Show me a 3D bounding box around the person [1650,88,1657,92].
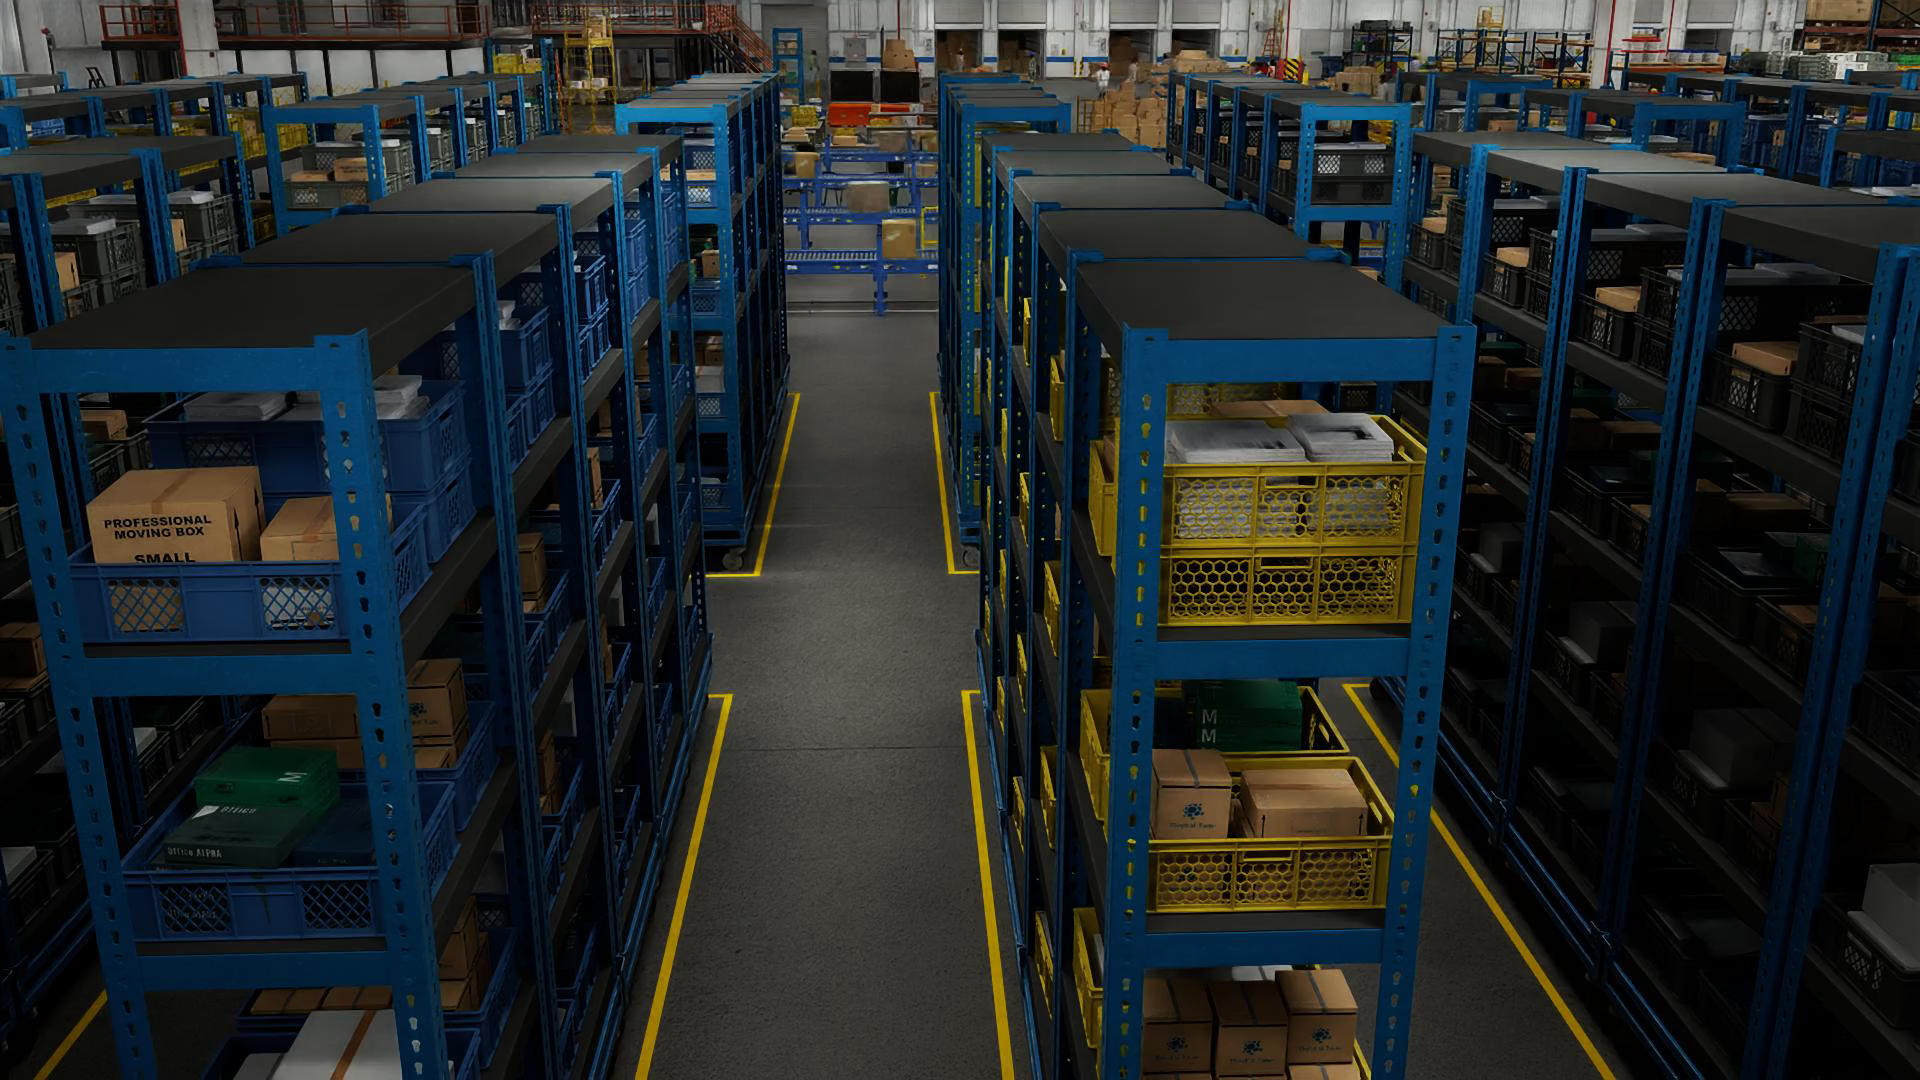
[{"bbox_3d":[21.581,-13.201,51.914,0.355,1.755,0.518,-14,23,-37],"label":"person"}]

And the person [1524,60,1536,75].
[{"bbox_3d":[25.341,-20.392,74.026,0.505,1.845,0.346,5,18,14],"label":"person"}]

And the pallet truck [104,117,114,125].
[{"bbox_3d":[-18.367,-7.885,35.078,1.885,1.965,0.823,1,18,2],"label":"pallet truck"}]

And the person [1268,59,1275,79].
[{"bbox_3d":[15.069,-22.403,80.501,0.321,1.692,0.534,15,23,38],"label":"person"}]

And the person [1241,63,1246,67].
[{"bbox_3d":[12.587,-20.377,74.140,0.483,1.745,0.302,12,21,32],"label":"person"}]

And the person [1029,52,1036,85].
[{"bbox_3d":[3.617,-23.510,83.509,0.397,1.945,0.617,-5,19,-16],"label":"person"}]

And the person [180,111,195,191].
[{"bbox_3d":[-18.212,-9.159,39.241,0.652,1.866,0.970,-11,21,-30],"label":"person"}]

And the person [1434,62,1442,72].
[{"bbox_3d":[20.939,-19.940,72.648,0.932,1.825,0.557,6,19,17],"label":"person"}]

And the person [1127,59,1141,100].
[{"bbox_3d":[7.870,-21.004,75.898,1.059,1.855,0.637,-10,20,-27],"label":"person"}]

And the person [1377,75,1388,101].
[{"bbox_3d":[15.119,-15.706,59.524,0.732,1.852,0.530,-7,19,-21],"label":"person"}]

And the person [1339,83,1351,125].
[{"bbox_3d":[13.363,-14.951,57.454,0.694,1.674,0.537,-10,20,-28],"label":"person"}]

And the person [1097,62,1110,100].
[{"bbox_3d":[6.068,-19.244,70.348,0.577,1.919,0.413,-4,18,-14],"label":"person"}]

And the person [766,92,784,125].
[{"bbox_3d":[-5.814,-13.361,52.071,0.631,1.974,1.023,14,23,37],"label":"person"}]

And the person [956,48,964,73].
[{"bbox_3d":[-0.063,-26.294,92.196,0.692,1.902,0.593,8,20,24],"label":"person"}]

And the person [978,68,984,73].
[{"bbox_3d":[0.753,-17.024,63.513,0.948,1.891,0.548,-6,19,-17],"label":"person"}]

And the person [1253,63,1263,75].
[{"bbox_3d":[12.430,-18.964,69.572,0.378,1.884,0.715,-4,18,-12],"label":"person"}]

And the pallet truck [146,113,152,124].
[{"bbox_3d":[-18.087,-8.309,36.390,1.885,1.965,0.823,-1,18,-4],"label":"pallet truck"}]

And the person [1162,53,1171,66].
[{"bbox_3d":[10.594,-24.236,86.000,0.938,1.789,0.636,-7,19,-20],"label":"person"}]

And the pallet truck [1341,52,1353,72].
[{"bbox_3d":[18.794,-23.123,82.231,0.823,1.965,1.885,-13,22,-35],"label":"pallet truck"}]

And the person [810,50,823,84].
[{"bbox_3d":[-7.877,-25.949,91.288,0.917,1.799,0.655,-13,22,-35],"label":"person"}]

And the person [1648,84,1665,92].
[{"bbox_3d":[25.058,-15.917,59.863,0.682,2.000,0.537,14,22,36],"label":"person"}]

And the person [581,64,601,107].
[{"bbox_3d":[-15.857,-19.441,71.107,0.871,1.838,0.599,1,18,3],"label":"person"}]

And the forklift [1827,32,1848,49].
[{"bbox_3d":[46.026,-25.320,87.616,1.129,2.768,1.873,-1,18,-2],"label":"forklift"}]

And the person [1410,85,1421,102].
[{"bbox_3d":[15.484,-14.814,56.619,1.031,1.944,0.625,8,19,23],"label":"person"}]

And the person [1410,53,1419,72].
[{"bbox_3d":[22.686,-23.319,82.971,0.612,1.910,0.561,-14,23,-37],"label":"person"}]
